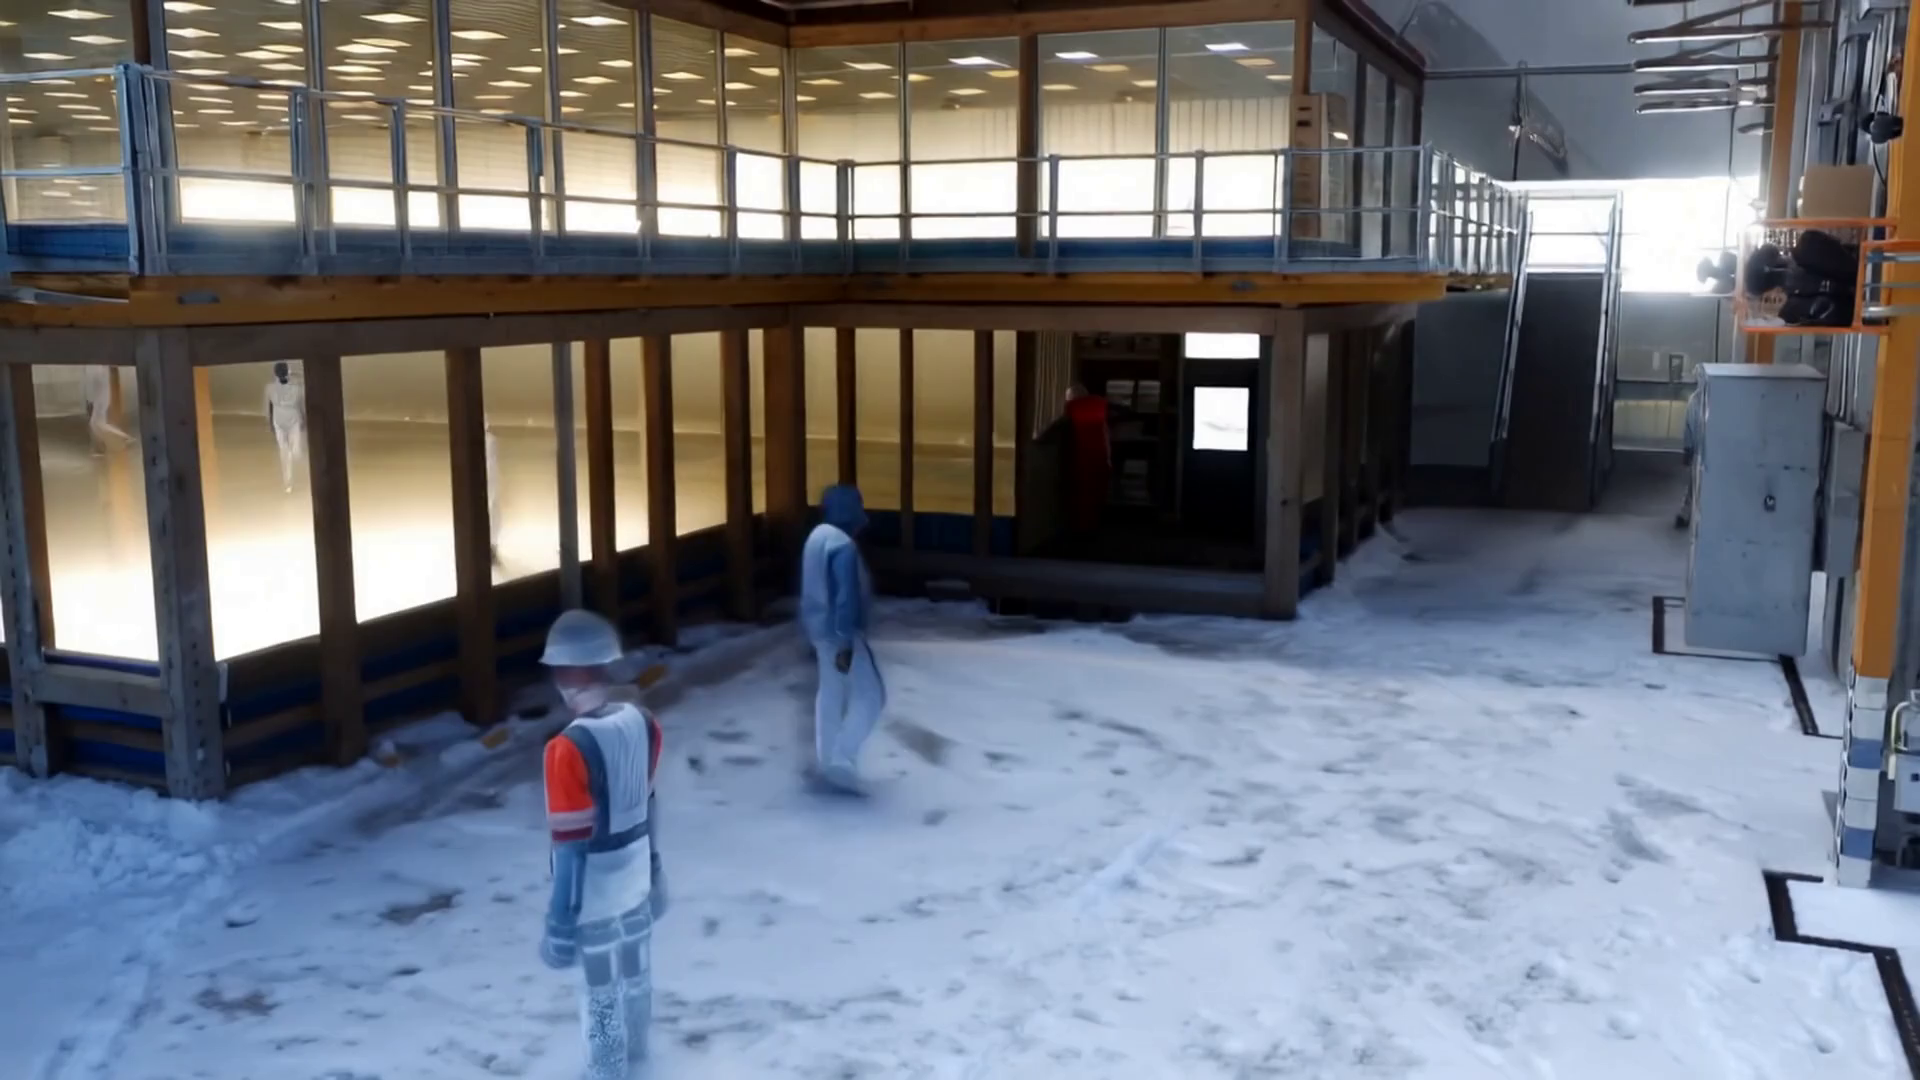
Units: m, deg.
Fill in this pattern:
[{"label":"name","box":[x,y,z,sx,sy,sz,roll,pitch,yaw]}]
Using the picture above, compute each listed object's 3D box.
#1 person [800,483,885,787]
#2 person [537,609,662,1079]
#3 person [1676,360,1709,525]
[{"label":"person","box":[-0.696,0.572,9.787,0.468,1.822,0.651,-3,10,-18]},{"label":"person","box":[-1.241,1.189,5.640,0.374,1.935,0.552,4,10,22]},{"label":"person","box":[8.916,-1.161,20.005,0.611,1.985,0.415,-5,10,-26]}]
